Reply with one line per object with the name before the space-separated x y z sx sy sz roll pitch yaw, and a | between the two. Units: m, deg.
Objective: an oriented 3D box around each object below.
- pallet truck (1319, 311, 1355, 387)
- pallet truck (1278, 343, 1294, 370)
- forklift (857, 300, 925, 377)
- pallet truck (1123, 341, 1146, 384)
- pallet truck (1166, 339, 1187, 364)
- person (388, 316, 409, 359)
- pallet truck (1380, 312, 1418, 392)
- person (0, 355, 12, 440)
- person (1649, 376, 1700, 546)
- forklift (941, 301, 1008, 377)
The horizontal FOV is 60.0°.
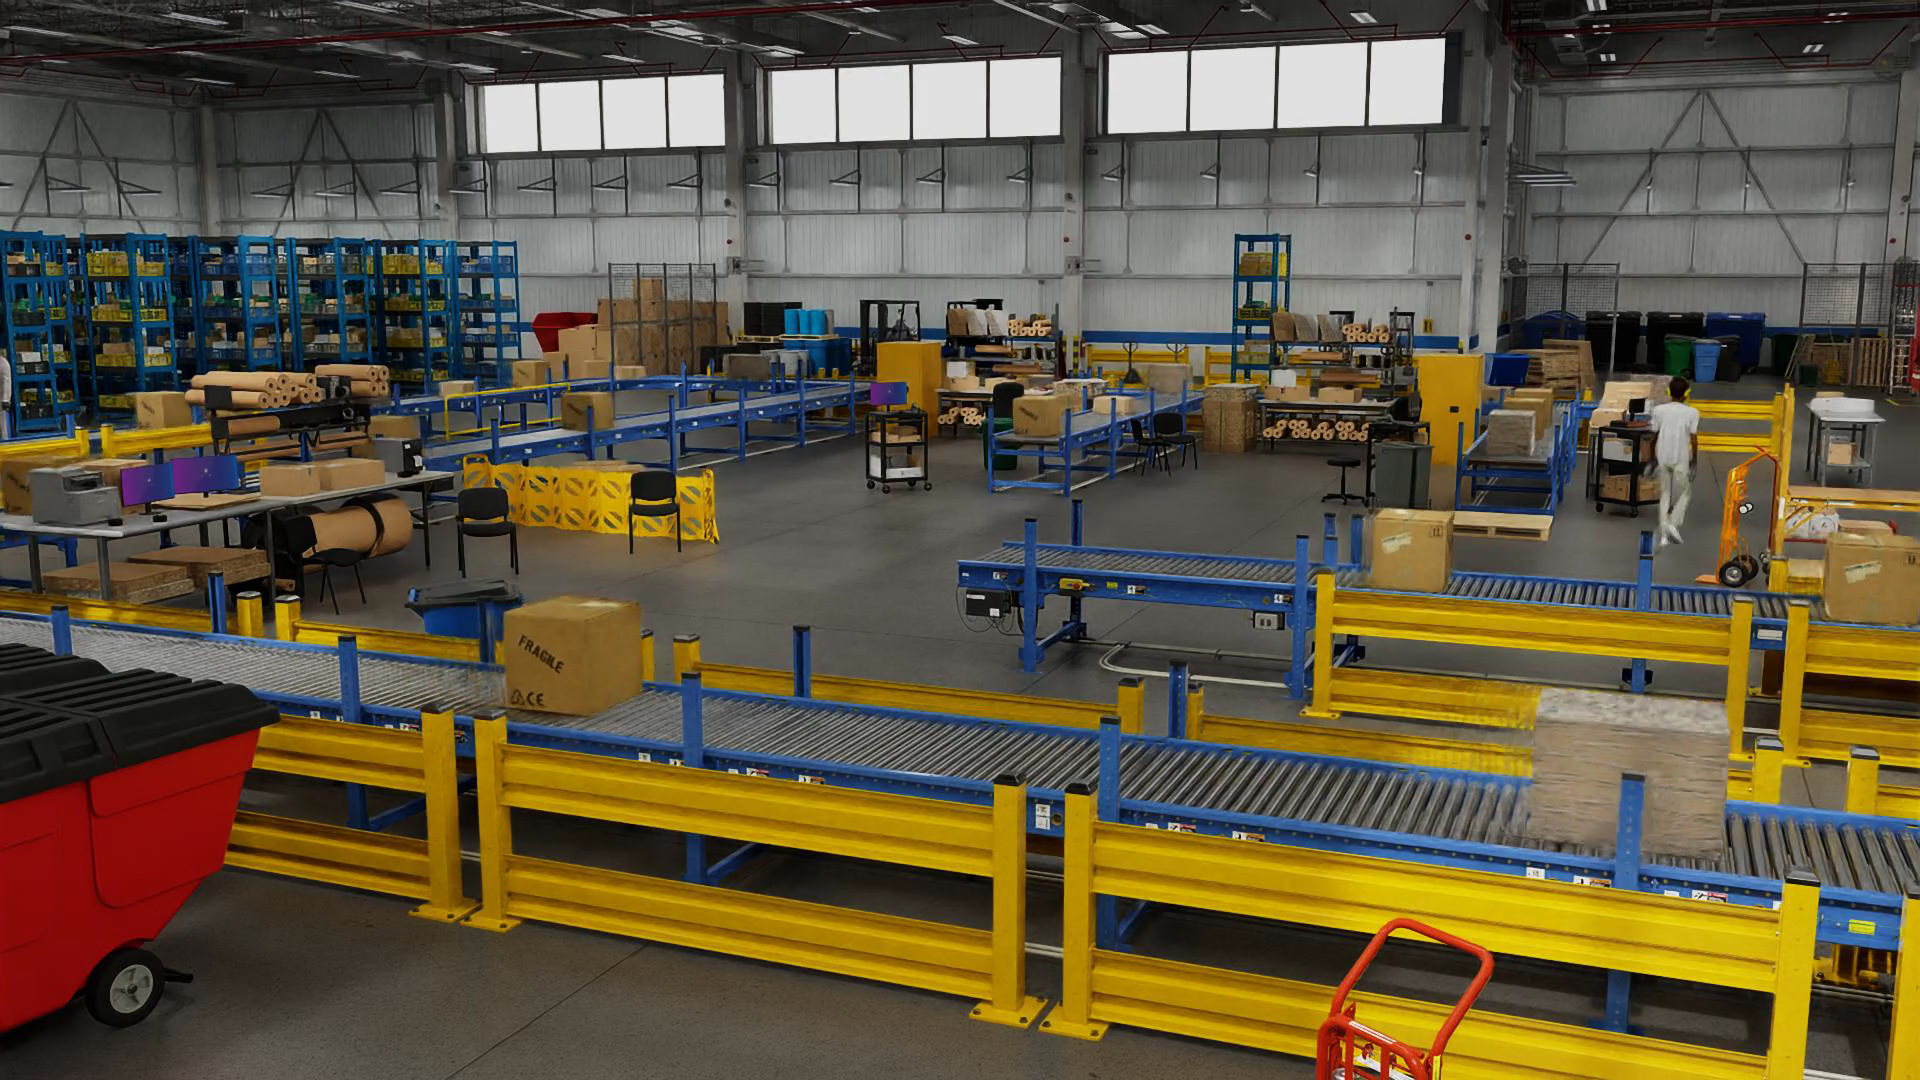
pallet truck | 9.071 -4.419 39.190 0.823 1.965 1.885 5 10 26
pallet truck | 7.886 -4.163 39.743 0.653 1.274 1.630 4 10 22
forklift | -1.732 -5.109 42.468 1.157 1.987 2.680 4 10 22
pallet truck | 4.445 -4.380 41.279 0.680 1.201 1.601 4 10 22
pallet truck | 5.418 -4.269 40.420 0.704 1.261 1.522 3 10 20
person | -16.096 -5.802 47.683 0.646 1.966 0.554 -7 12 -38
pallet truck | 10.207 -4.283 38.369 0.823 1.965 1.885 3 10 20
person | -15.183 -2.215 26.109 0.643 1.910 0.400 4 10 24
person | 7.728 -0.847 17.985 0.540 1.854 0.386 7 12 38
forklift | 0.365 -4.966 41.571 1.157 1.987 2.680 3 10 20
